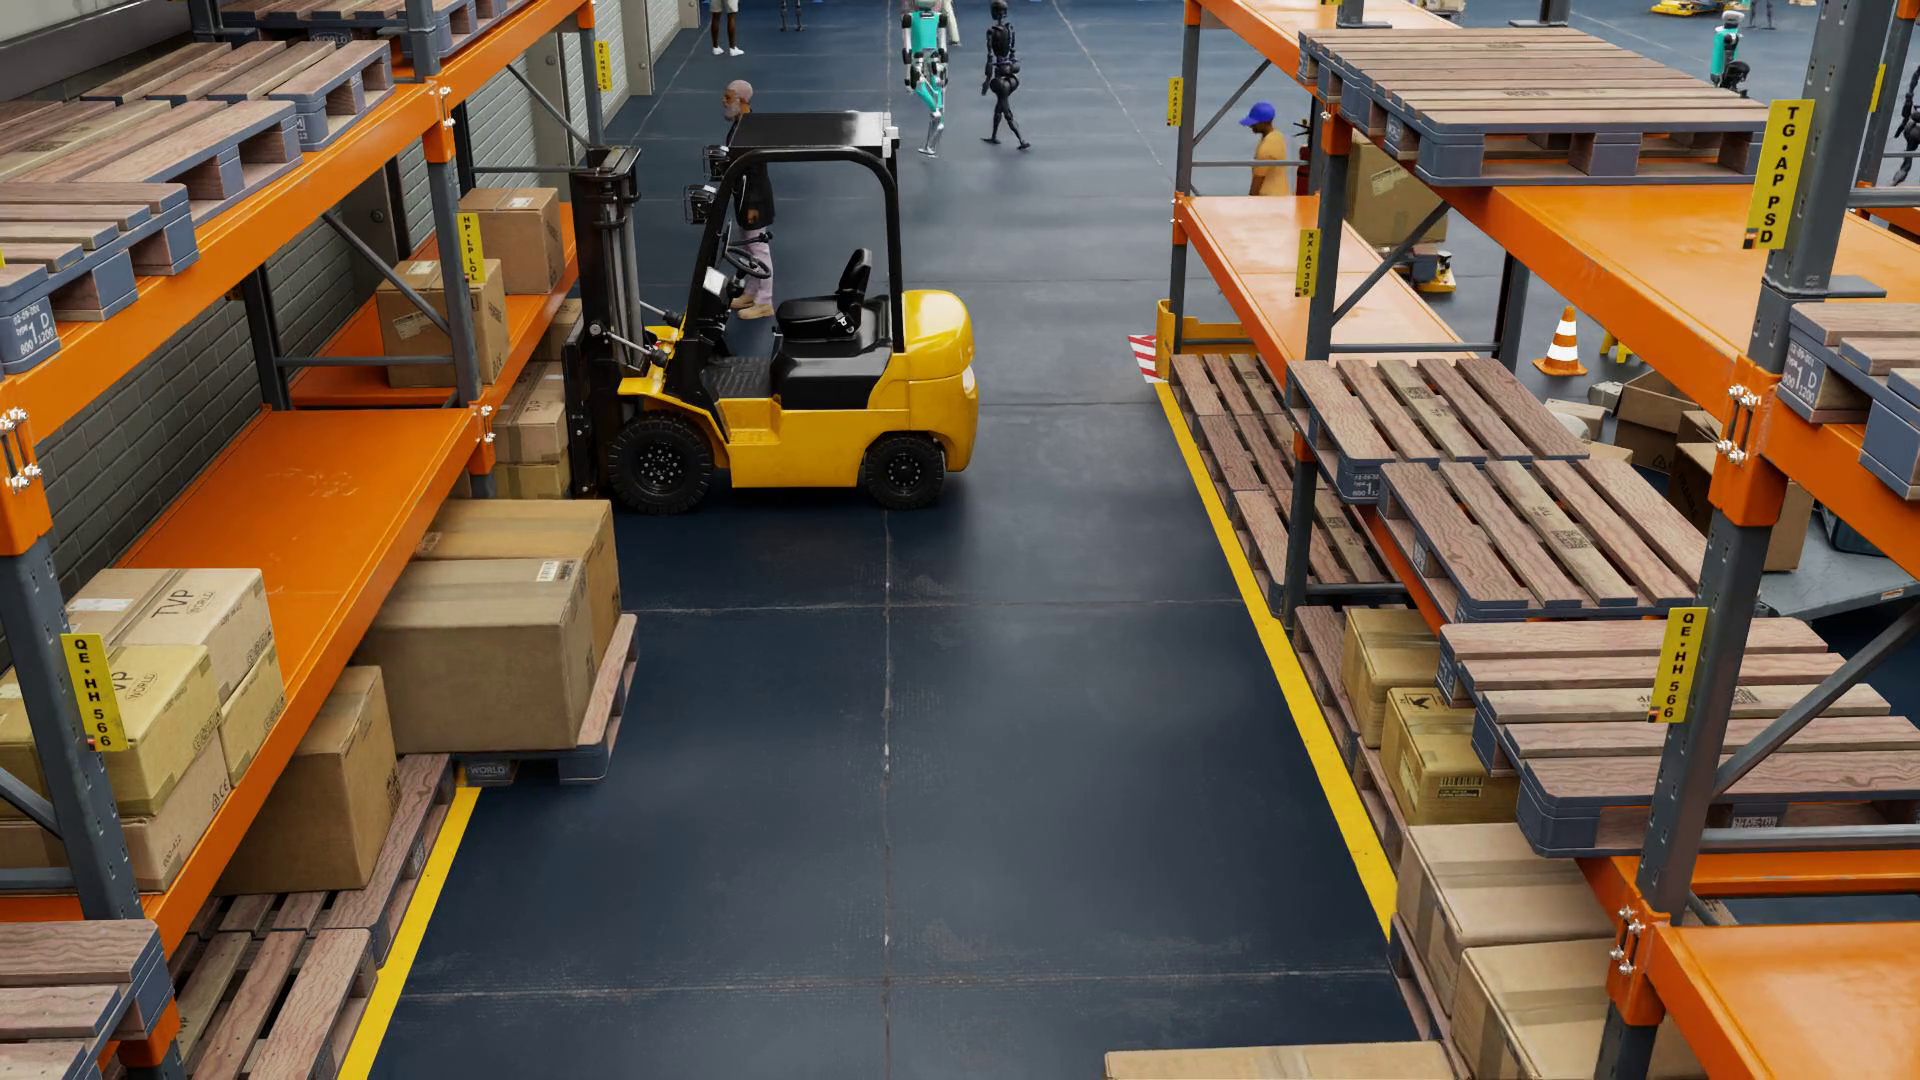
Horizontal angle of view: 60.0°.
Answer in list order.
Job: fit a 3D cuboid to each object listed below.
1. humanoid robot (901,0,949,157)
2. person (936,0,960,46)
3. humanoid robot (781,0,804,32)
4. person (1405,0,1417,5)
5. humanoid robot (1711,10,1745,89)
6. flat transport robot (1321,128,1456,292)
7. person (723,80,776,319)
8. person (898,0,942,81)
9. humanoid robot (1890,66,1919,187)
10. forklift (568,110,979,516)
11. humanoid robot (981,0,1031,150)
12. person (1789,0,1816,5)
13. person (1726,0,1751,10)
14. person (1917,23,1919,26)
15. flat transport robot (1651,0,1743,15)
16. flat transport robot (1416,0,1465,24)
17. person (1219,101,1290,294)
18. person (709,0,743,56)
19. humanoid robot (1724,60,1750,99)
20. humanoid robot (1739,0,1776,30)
[{"bbox_3d":[-0.288,-4.975,18.148,0.561,1.793,0.819,-11,27,-21],"label":"humanoid robot"},{"bbox_3d":[-0.279,-8.561,25.741,0.830,1.704,0.569,21,32,37],"label":"person"},{"bbox_3d":[-2.786,-9.120,26.951,0.599,1.657,0.315,-1,25,-2],"label":"humanoid robot"},{"bbox_3d":[6.871,-8.481,25.433,0.561,1.837,0.388,-21,33,-38],"label":"person"},{"bbox_3d":[8.010,-4.538,17.122,0.680,1.745,0.547,4,26,9],"label":"humanoid robot"},{"bbox_3d":[3.478,-2.323,14.223,1.431,0.231,0.659,4,26,9],"label":"flat transport robot"},{"bbox_3d":[-1.657,-2.684,13.129,0.412,1.856,0.532,-8,26,-16],"label":"person"},{"bbox_3d":[-0.526,-7.145,22.521,0.771,1.916,0.384,23,33,39],"label":"person"},{"bbox_3d":[9.471,-4.076,16.299,0.595,1.632,0.600,-22,33,-39],"label":"humanoid robot"},{"bbox_3d":[-1.043,-1.379,9.976,2.313,2.155,1.214,-1,25,-2],"label":"forklift"},{"bbox_3d":[0.504,-5.267,18.874,0.758,1.633,0.603,17,30,32],"label":"humanoid robot"},{"bbox_3d":[15.226,-10.570,29.789,0.405,1.893,0.528,-8,26,-16],"label":"person"},{"bbox_3d":[13.896,-10.324,29.251,0.386,1.905,0.552,2,25,4],"label":"person"},{"bbox_3d":[15.960,-9.191,27.066,0.533,1.718,0.891,1,25,1],"label":"person"},{"bbox_3d":[12.871,-9.393,29.194,1.431,0.231,0.659,-16,30,-30],"label":"flat transport robot"},{"bbox_3d":[7.525,-8.374,27.037,0.659,0.231,1.431,8,26,17],"label":"flat transport robot"},{"bbox_3d":[2.401,-2.683,13.335,0.760,1.662,0.491,9,27,18],"label":"person"},{"bbox_3d":[-3.556,-8.201,24.776,0.556,1.891,0.380,8,26,16],"label":"person"},{"bbox_3d":[6.877,-3.523,15.106,0.600,1.650,0.383,-20,32,-35],"label":"humanoid robot"},{"bbox_3d":[13.162,-9.173,27.085,0.538,1.642,0.601,16,30,30],"label":"humanoid robot"}]
